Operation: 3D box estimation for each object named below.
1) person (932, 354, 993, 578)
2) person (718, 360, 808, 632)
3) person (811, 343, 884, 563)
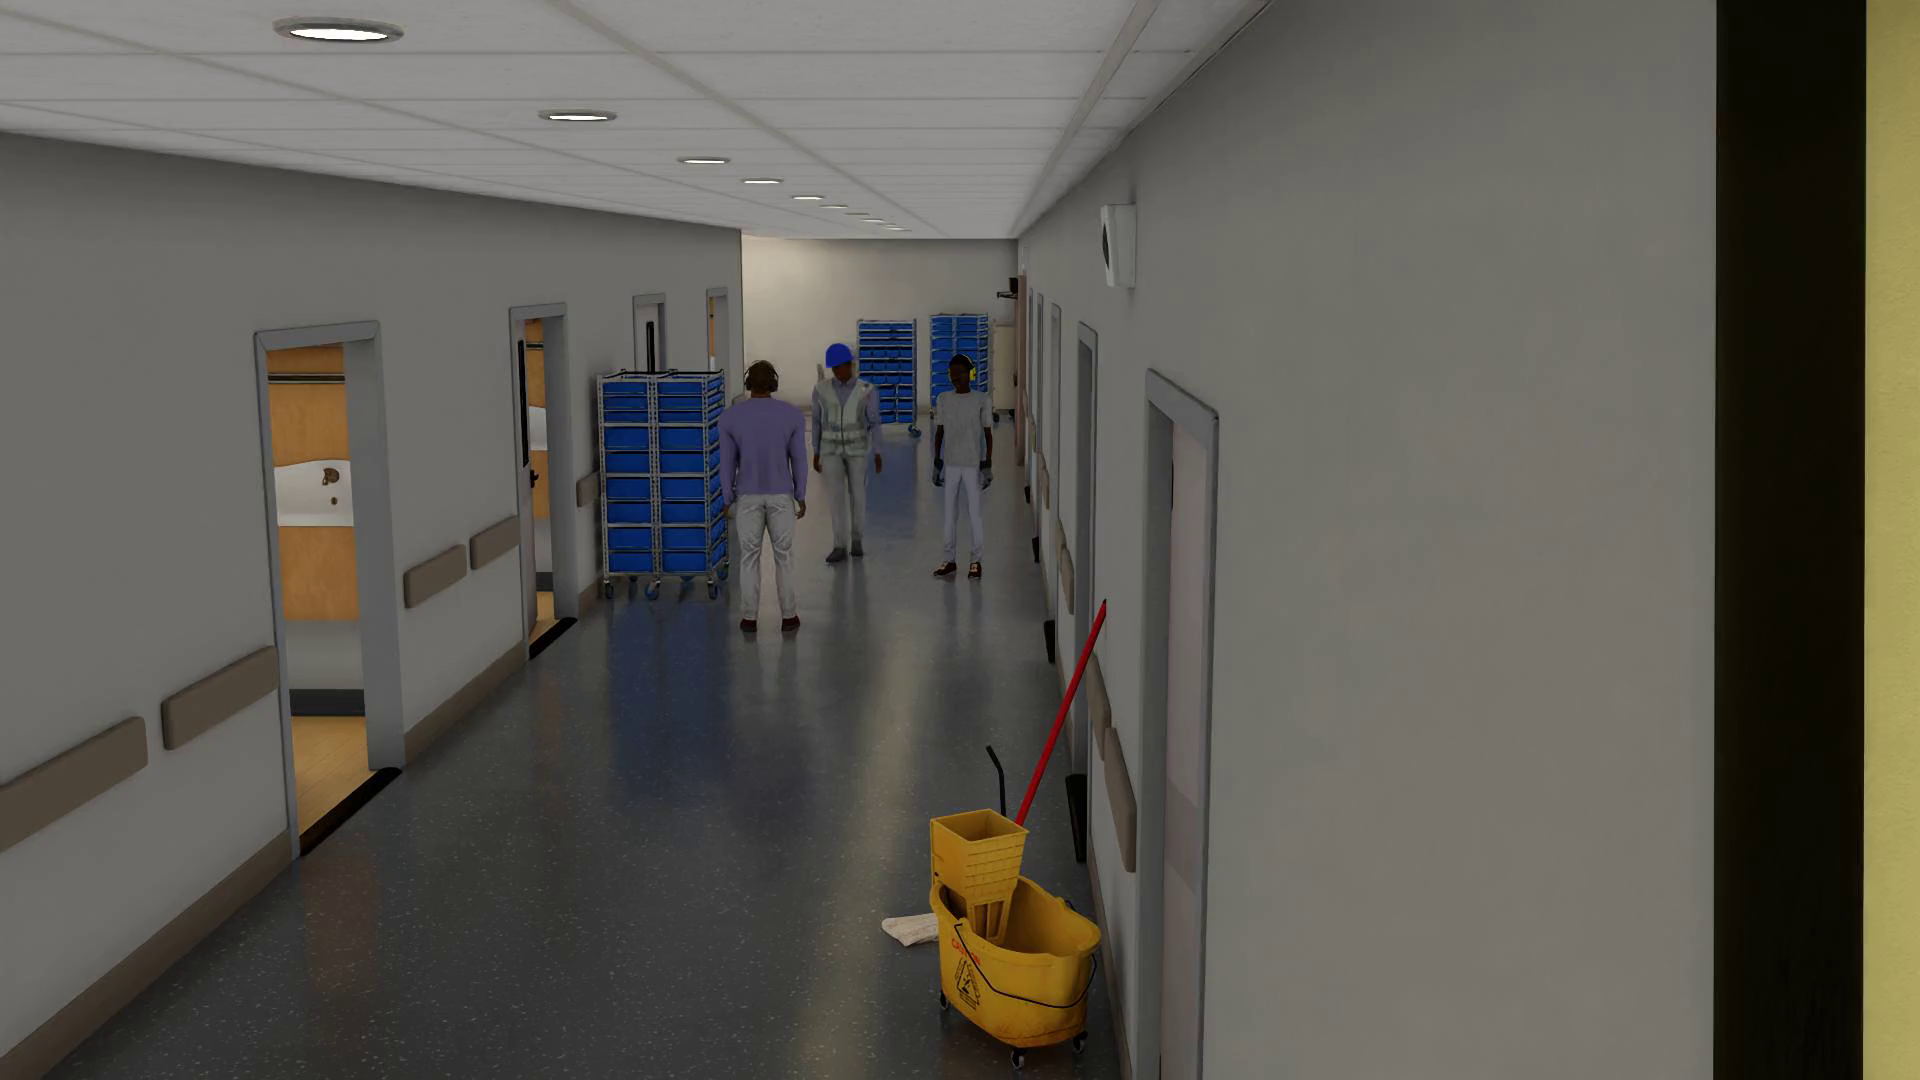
[{"bbox_3d":[0.018,-0.613,13.852,0.535,1.869,0.314,3,10,18],"label":"person"},{"bbox_3d":[-1.391,-0.306,11.802,0.627,1.941,0.371,-1,10,-6],"label":"person"},{"bbox_3d":[-0.998,-0.777,14.714,0.657,1.913,0.641,0,9,2],"label":"person"}]
